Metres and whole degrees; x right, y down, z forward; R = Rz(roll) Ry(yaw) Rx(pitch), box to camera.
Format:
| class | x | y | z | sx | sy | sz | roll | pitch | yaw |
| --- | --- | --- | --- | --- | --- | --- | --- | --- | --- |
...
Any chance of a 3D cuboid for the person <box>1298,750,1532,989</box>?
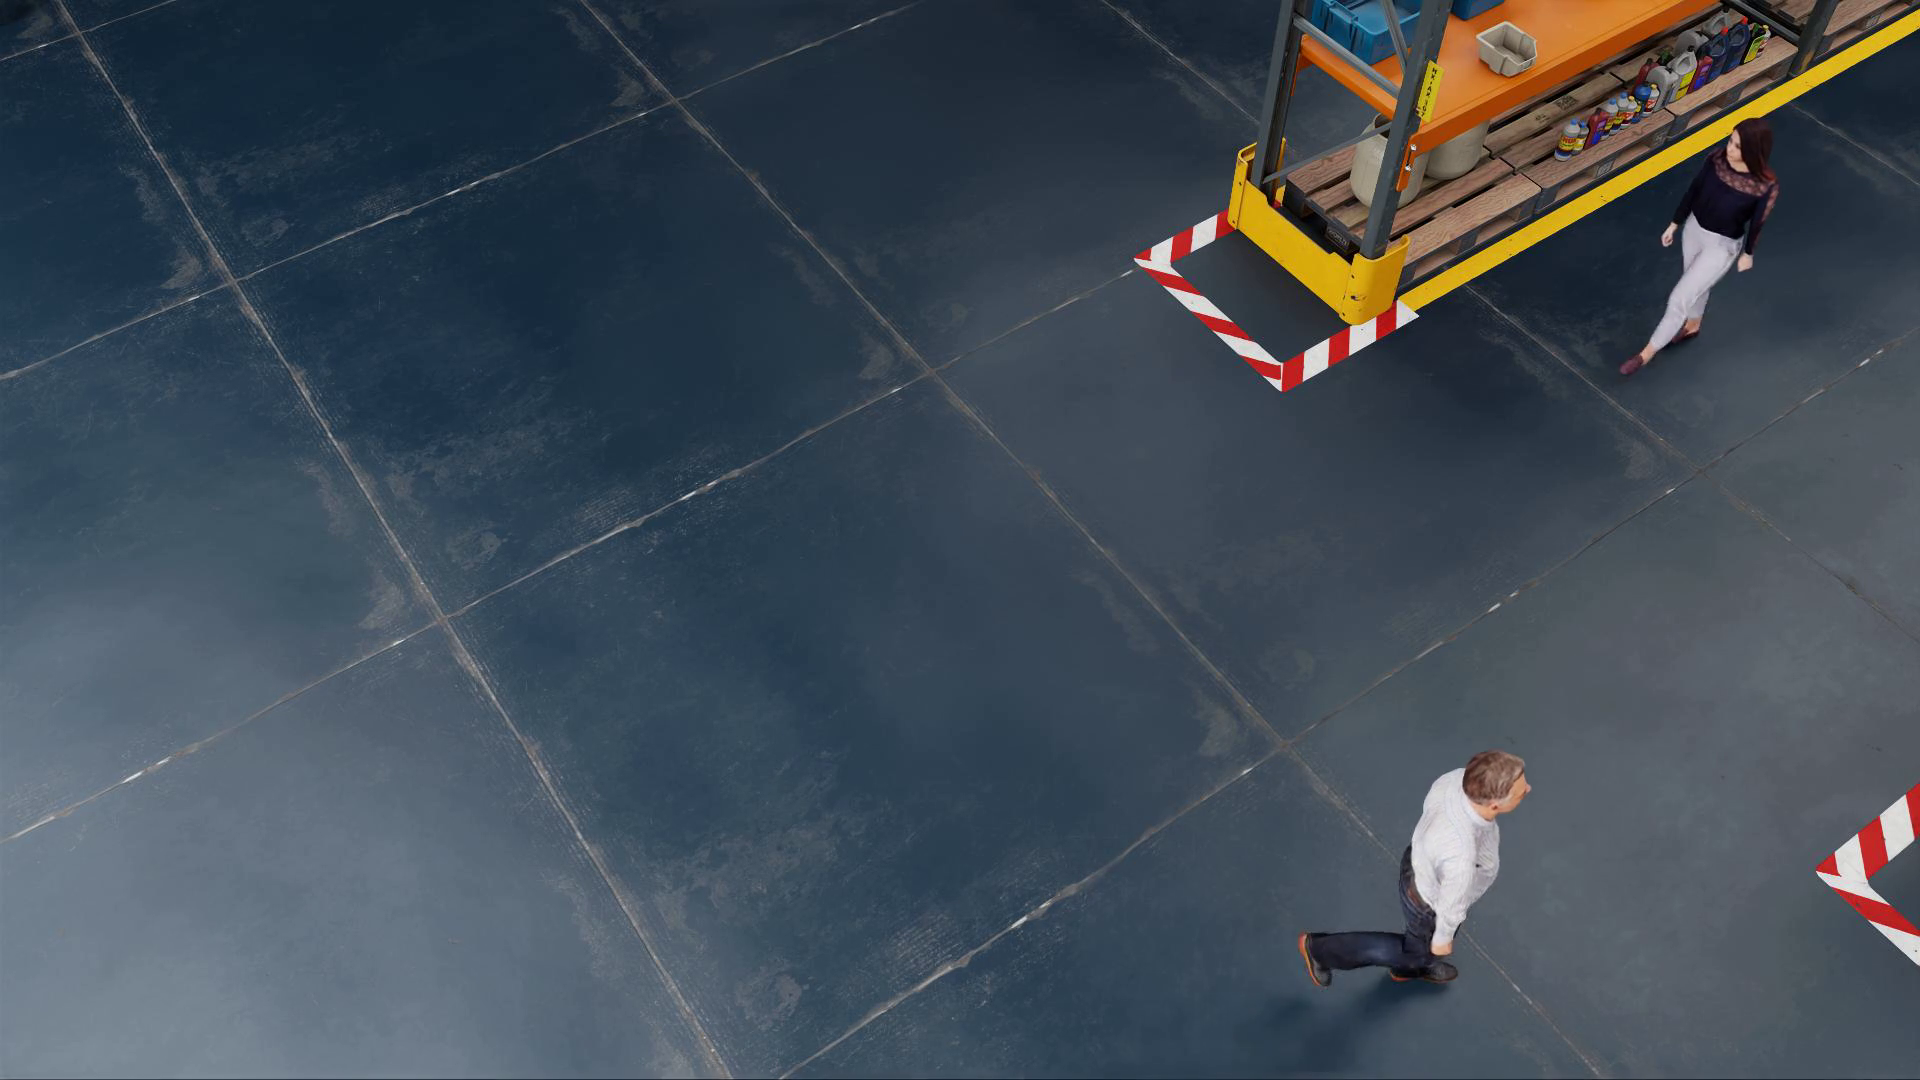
| class | x | y | z | sx | sy | sz | roll | pitch | yaw |
| --- | --- | --- | --- | --- | --- | --- | --- | --- | --- |
| person | 1.802 | 1.356 | 6.537 | 1.058 | 1.803 | 1.007 | 9 | 53 | 7 |

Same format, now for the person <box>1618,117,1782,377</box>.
| class | x | y | z | sx | sy | sz | roll | pitch | yaw |
| --- | --- | --- | --- | --- | --- | --- | --- | --- | --- |
| person | 4.106 | -1.622 | 8.983 | 0.941 | 1.583 | 0.714 | -20 | 55 | -15 |
